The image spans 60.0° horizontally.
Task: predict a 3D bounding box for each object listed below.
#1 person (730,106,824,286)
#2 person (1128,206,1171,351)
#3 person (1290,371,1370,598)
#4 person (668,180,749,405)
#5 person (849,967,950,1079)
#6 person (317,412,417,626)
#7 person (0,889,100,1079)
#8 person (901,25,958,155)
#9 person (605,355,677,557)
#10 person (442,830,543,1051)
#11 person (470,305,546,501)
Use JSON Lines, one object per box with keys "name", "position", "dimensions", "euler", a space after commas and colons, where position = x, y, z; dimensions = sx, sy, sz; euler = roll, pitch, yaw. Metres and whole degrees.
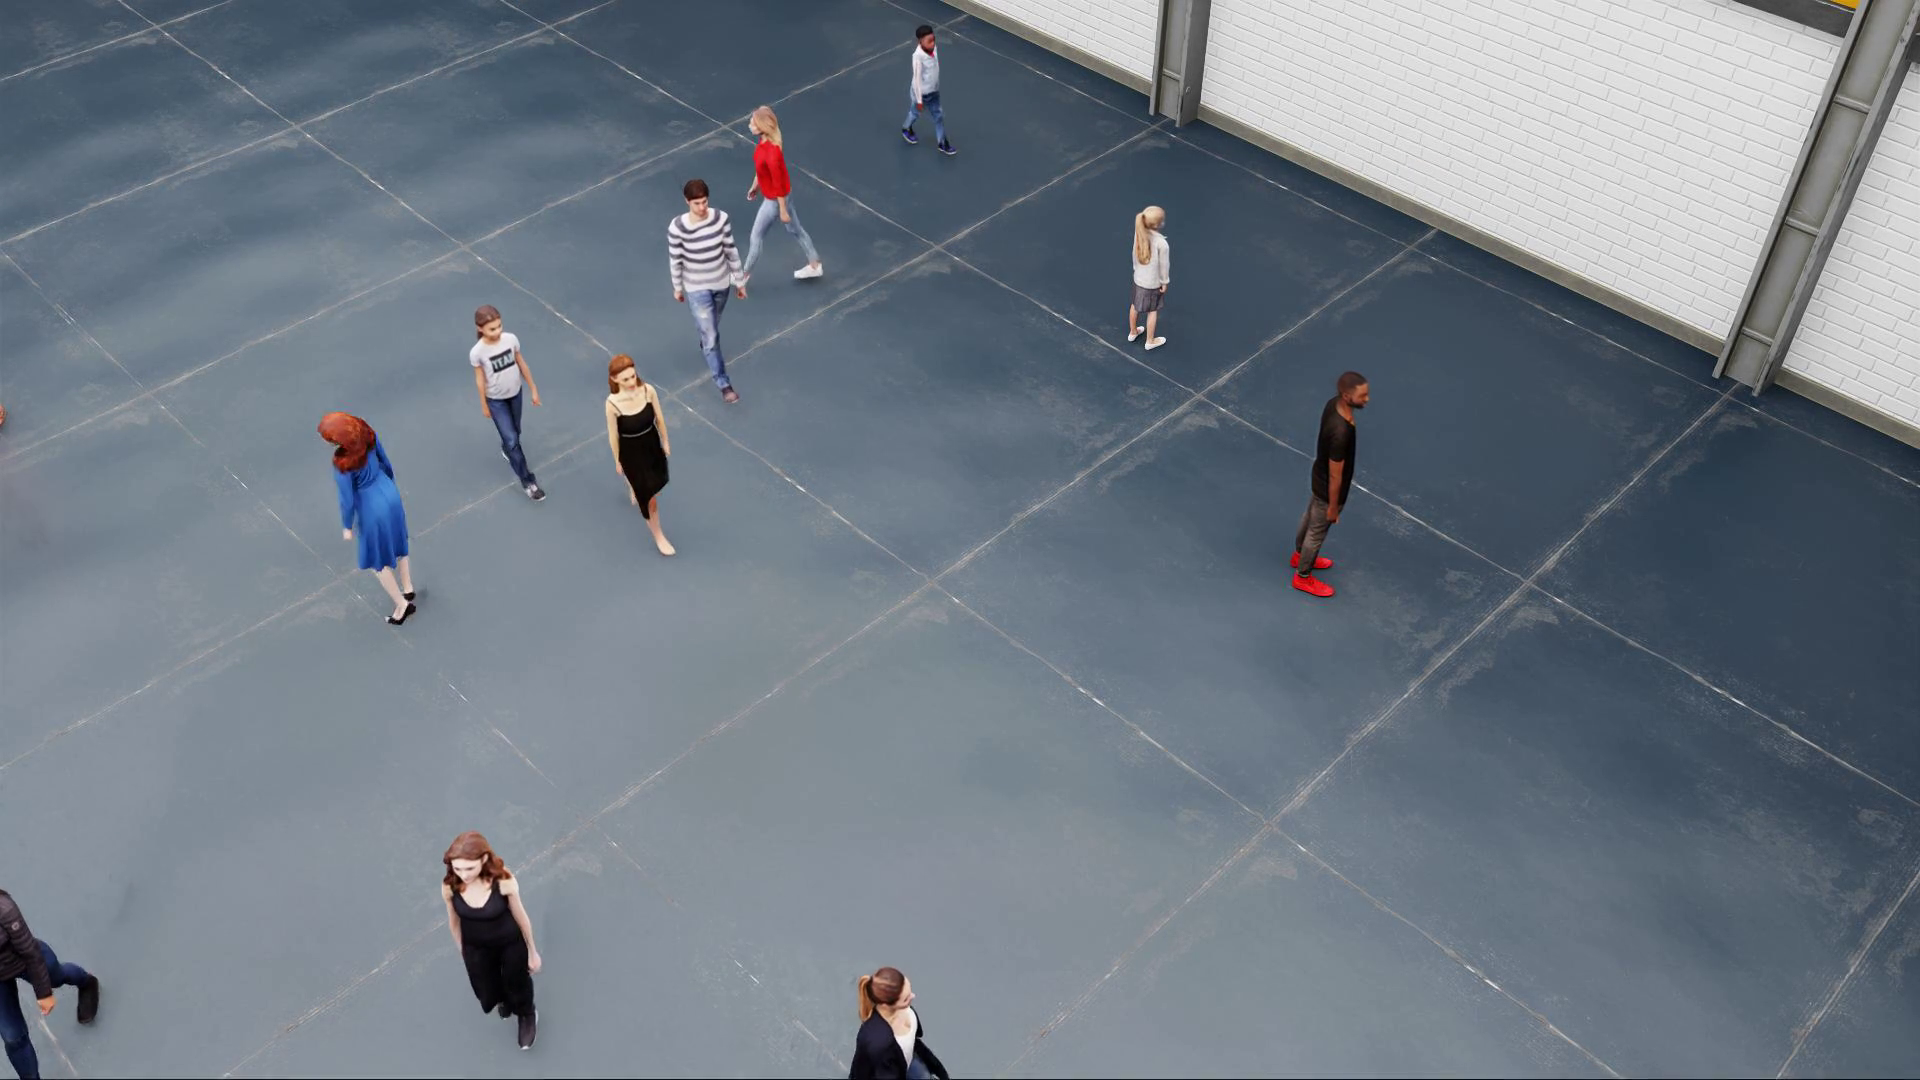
{"name": "person", "position": [-1.463, -2.851, 13.941], "dimensions": [1.131, 1.652, 1.133], "euler": [-4, 44, -4]}
{"name": "person", "position": [1.530, -2.135, 13.463], "dimensions": [0.448, 1.275, 0.562], "euler": [34, 53, 30]}
{"name": "person", "position": [2.494, -0.403, 11.261], "dimensions": [0.745, 1.804, 0.719], "euler": [5, 44, 5]}
{"name": "person", "position": [-1.998, -2.034, 12.978], "dimensions": [0.903, 1.798, 1.253], "euler": [-21, 47, -20]}
{"name": "person", "position": [-0.460, 2.603, 8.214], "dimensions": [1.049, 1.655, 0.899], "euler": [11, 45, 11]}
{"name": "person", "position": [-3.874, -0.188, 11.030], "dimensions": [0.722, 1.811, 0.745], "euler": [28, 50, 27]}
{"name": "person", "position": [-4.864, 2.165, 8.646], "dimensions": [1.097, 1.692, 1.250], "euler": [-5, 44, -5]}
{"name": "person", "position": [-0.367, -4.294, 15.755], "dimensions": [0.883, 1.239, 0.515], "euler": [32, 52, 29]}
{"name": "person", "position": [-2.279, -0.659, 11.677], "dimensions": [0.645, 1.602, 0.965], "euler": [-27, 50, -26]}
{"name": "person", "position": [-2.417, 2.024, 8.762], "dimensions": [0.758, 1.737, 0.825], "euler": [-5, 44, -5]}
{"name": "person", "position": [-3.362, -1.089, 12.176], "dimensions": [0.563, 1.535, 0.901], "euler": [-32, 52, -29]}
